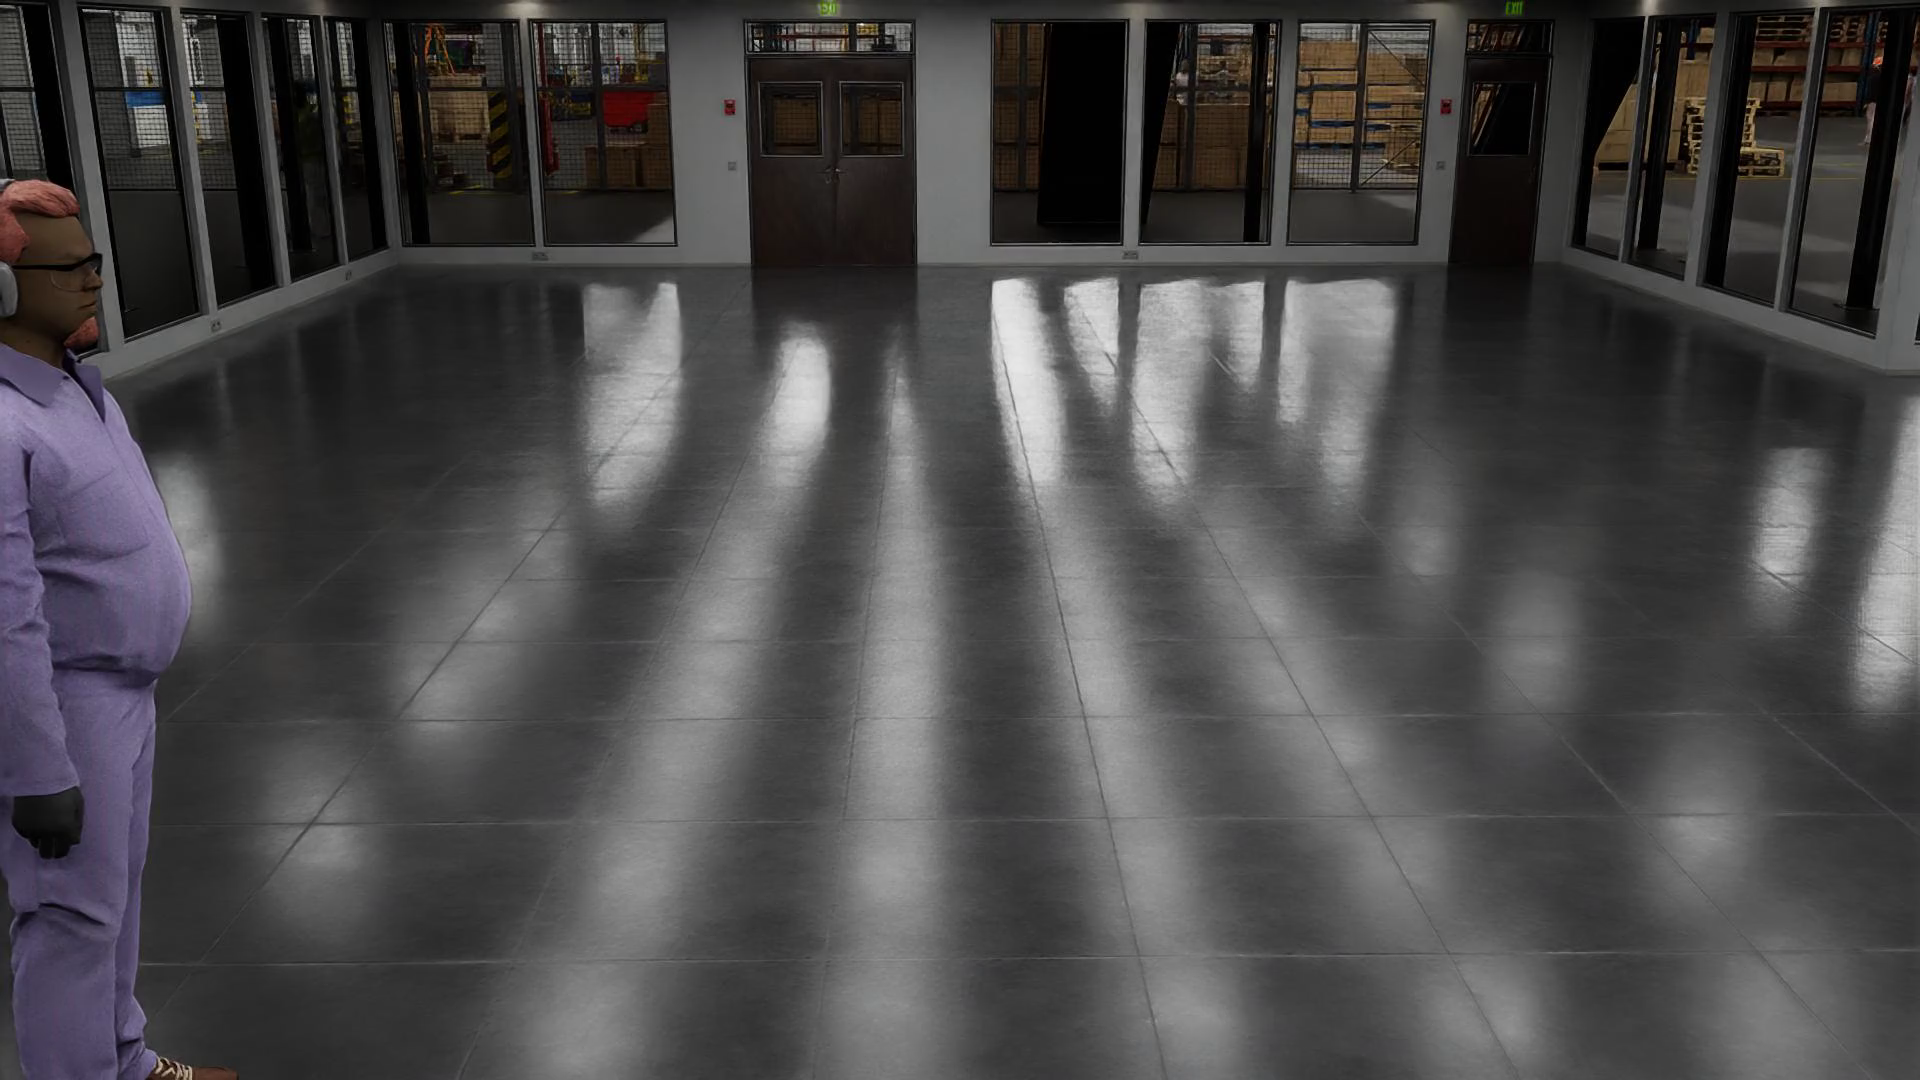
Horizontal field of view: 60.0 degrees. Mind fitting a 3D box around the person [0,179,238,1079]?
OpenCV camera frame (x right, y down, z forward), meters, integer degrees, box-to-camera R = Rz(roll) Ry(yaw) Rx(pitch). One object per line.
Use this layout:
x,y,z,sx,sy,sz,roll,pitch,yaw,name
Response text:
-1.608,0.307,3.061,0.402,1.906,0.651,-5,17,-15,person
